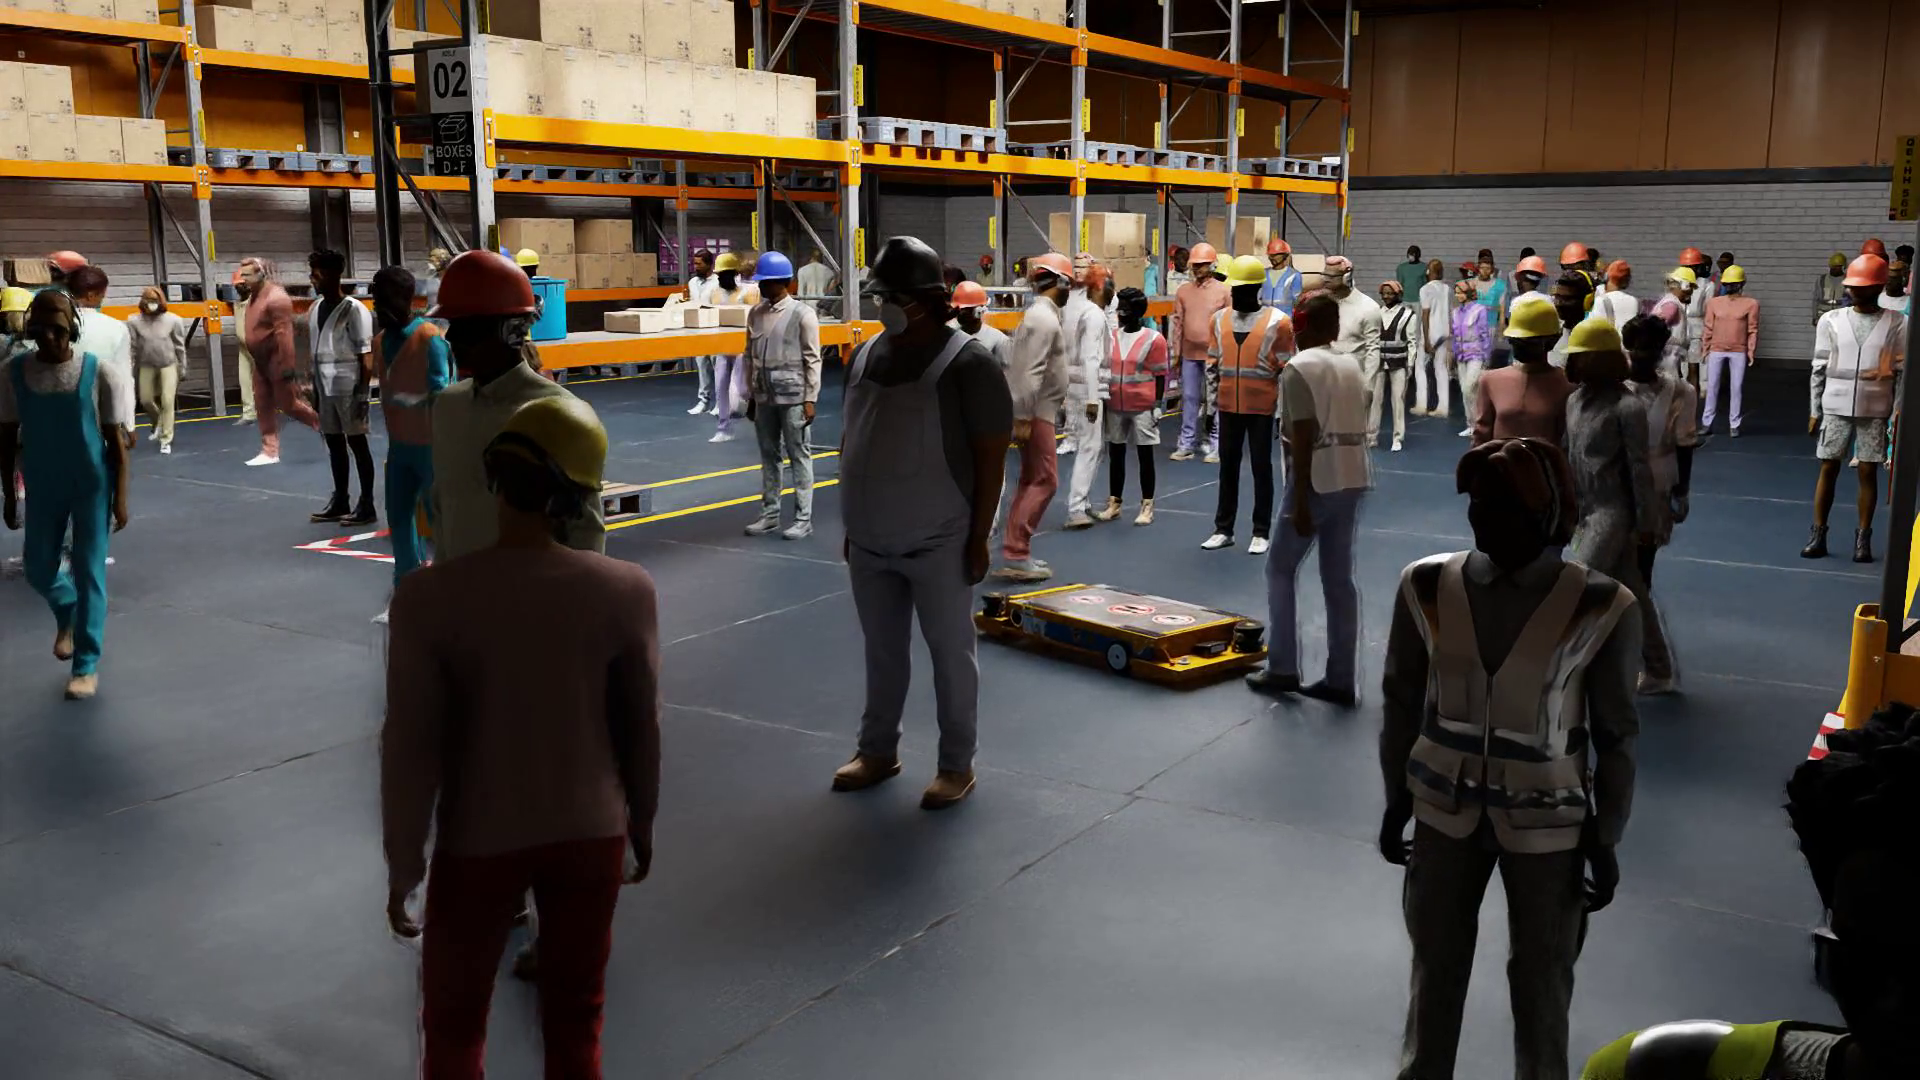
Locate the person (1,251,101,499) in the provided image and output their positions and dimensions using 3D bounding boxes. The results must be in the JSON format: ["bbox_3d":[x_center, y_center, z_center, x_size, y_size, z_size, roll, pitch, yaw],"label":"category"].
[{"bbox_3d":[-7.165,-1.303,13.131,0.782,1.940,0.444,-4,11,-23],"label":"person"}]

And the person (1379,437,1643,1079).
[{"bbox_3d":[1.114,0.598,3.438,0.515,1.636,0.315,7,12,34],"label":"person"}]

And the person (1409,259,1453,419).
[{"bbox_3d":[5.428,-2.296,19.000,0.529,1.800,0.624,-5,11,-25],"label":"person"}]

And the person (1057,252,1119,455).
[{"bbox_3d":[1.156,-1.729,15.583,0.643,1.908,0.399,7,12,34],"label":"person"}]

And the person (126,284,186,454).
[{"bbox_3d":[-7.670,-1.646,15.928,0.513,1.608,0.601,-3,11,-18],"label":"person"}]

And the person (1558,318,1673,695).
[{"bbox_3d":[2.778,-0.119,7.256,0.929,1.683,0.478,-2,10,-9],"label":"person"}]

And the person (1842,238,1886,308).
[{"bbox_3d":[11.497,-2.786,21.070,0.610,2.040,0.394,7,12,34],"label":"person"}]

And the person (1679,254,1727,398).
[{"bbox_3d":[9.495,-2.742,21.385,0.625,1.840,0.430,7,12,34],"label":"person"}]

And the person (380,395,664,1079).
[{"bbox_3d":[-0.844,0.586,3.258,0.571,1.723,0.444,-5,11,-25],"label":"person"}]

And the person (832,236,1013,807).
[{"bbox_3d":[-0.186,-0.060,5.965,0.684,2.000,0.536,7,12,34],"label":"person"}]

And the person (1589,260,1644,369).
[{"bbox_3d":[5.531,-1.426,14.039,0.599,1.854,0.481,-4,11,-21],"label":"person"}]

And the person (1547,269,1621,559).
[{"bbox_3d":[3.374,-0.562,9.238,0.514,1.865,0.327,7,12,34],"label":"person"}]

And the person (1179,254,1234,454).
[{"bbox_3d":[2.368,-1.726,15.600,0.599,1.892,0.513,-3,11,-16],"label":"person"}]

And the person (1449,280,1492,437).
[{"bbox_3d":[5.235,-1.852,17.057,0.403,1.612,0.533,-4,11,-21],"label":"person"}]

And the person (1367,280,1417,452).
[{"bbox_3d":[4.124,-1.669,15.991,0.515,1.640,0.315,7,12,34],"label":"person"}]

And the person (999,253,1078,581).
[{"bbox_3d":[0.479,-0.743,10.001,0.518,1.946,0.647,-1,10,-5],"label":"person"}]

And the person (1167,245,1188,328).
[{"bbox_3d":[3.647,-4.023,28.210,0.548,1.937,0.379,7,12,34],"label":"person"}]

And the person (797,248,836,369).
[{"bbox_3d":[-2.249,-3.641,26.200,0.651,1.896,0.515,-4,11,-21],"label":"person"}]

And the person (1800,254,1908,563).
[{"bbox_3d":[5.643,-0.820,10.467,0.548,1.934,0.376,7,12,34],"label":"person"}]

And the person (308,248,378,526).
[{"bbox_3d":[-4.406,-1.080,11.823,0.609,1.965,0.368,7,12,34],"label":"person"}]

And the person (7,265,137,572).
[{"bbox_3d":[-5.435,-0.731,10.159,0.751,1.868,0.397,-4,11,-23],"label":"person"}]

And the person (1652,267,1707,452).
[{"bbox_3d":[6.701,-1.691,15.781,0.787,1.767,0.622,2,11,14],"label":"person"}]

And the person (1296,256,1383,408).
[{"bbox_3d":[2.808,-1.168,12.486,0.643,1.905,0.399,7,12,34],"label":"person"}]

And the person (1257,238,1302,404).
[{"bbox_3d":[3.916,-2.701,20.593,0.610,2.043,0.397,7,12,34],"label":"person"}]

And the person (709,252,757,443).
[{"bbox_3d":[-2.224,-1.936,16.754,0.591,1.906,0.702,7,12,32],"label":"person"}]

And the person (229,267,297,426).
[{"bbox_3d":[-7.675,-2.117,18.228,0.569,1.732,0.638,7,12,32],"label":"person"}]

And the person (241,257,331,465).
[{"bbox_3d":[-6.137,-1.623,15.102,0.668,1.873,0.782,9,14,42],"label":"person"}]

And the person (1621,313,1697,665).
[{"bbox_3d":[3.195,-0.234,7.903,0.541,1.683,0.365,2,10,12],"label":"person"}]

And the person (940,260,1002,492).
[{"bbox_3d":[0.005,-1.143,12.422,0.595,1.887,0.749,9,13,40],"label":"person"}]

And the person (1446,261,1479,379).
[{"bbox_3d":[7.272,-3.183,24.167,0.515,1.710,0.595,3,11,15],"label":"person"}]
